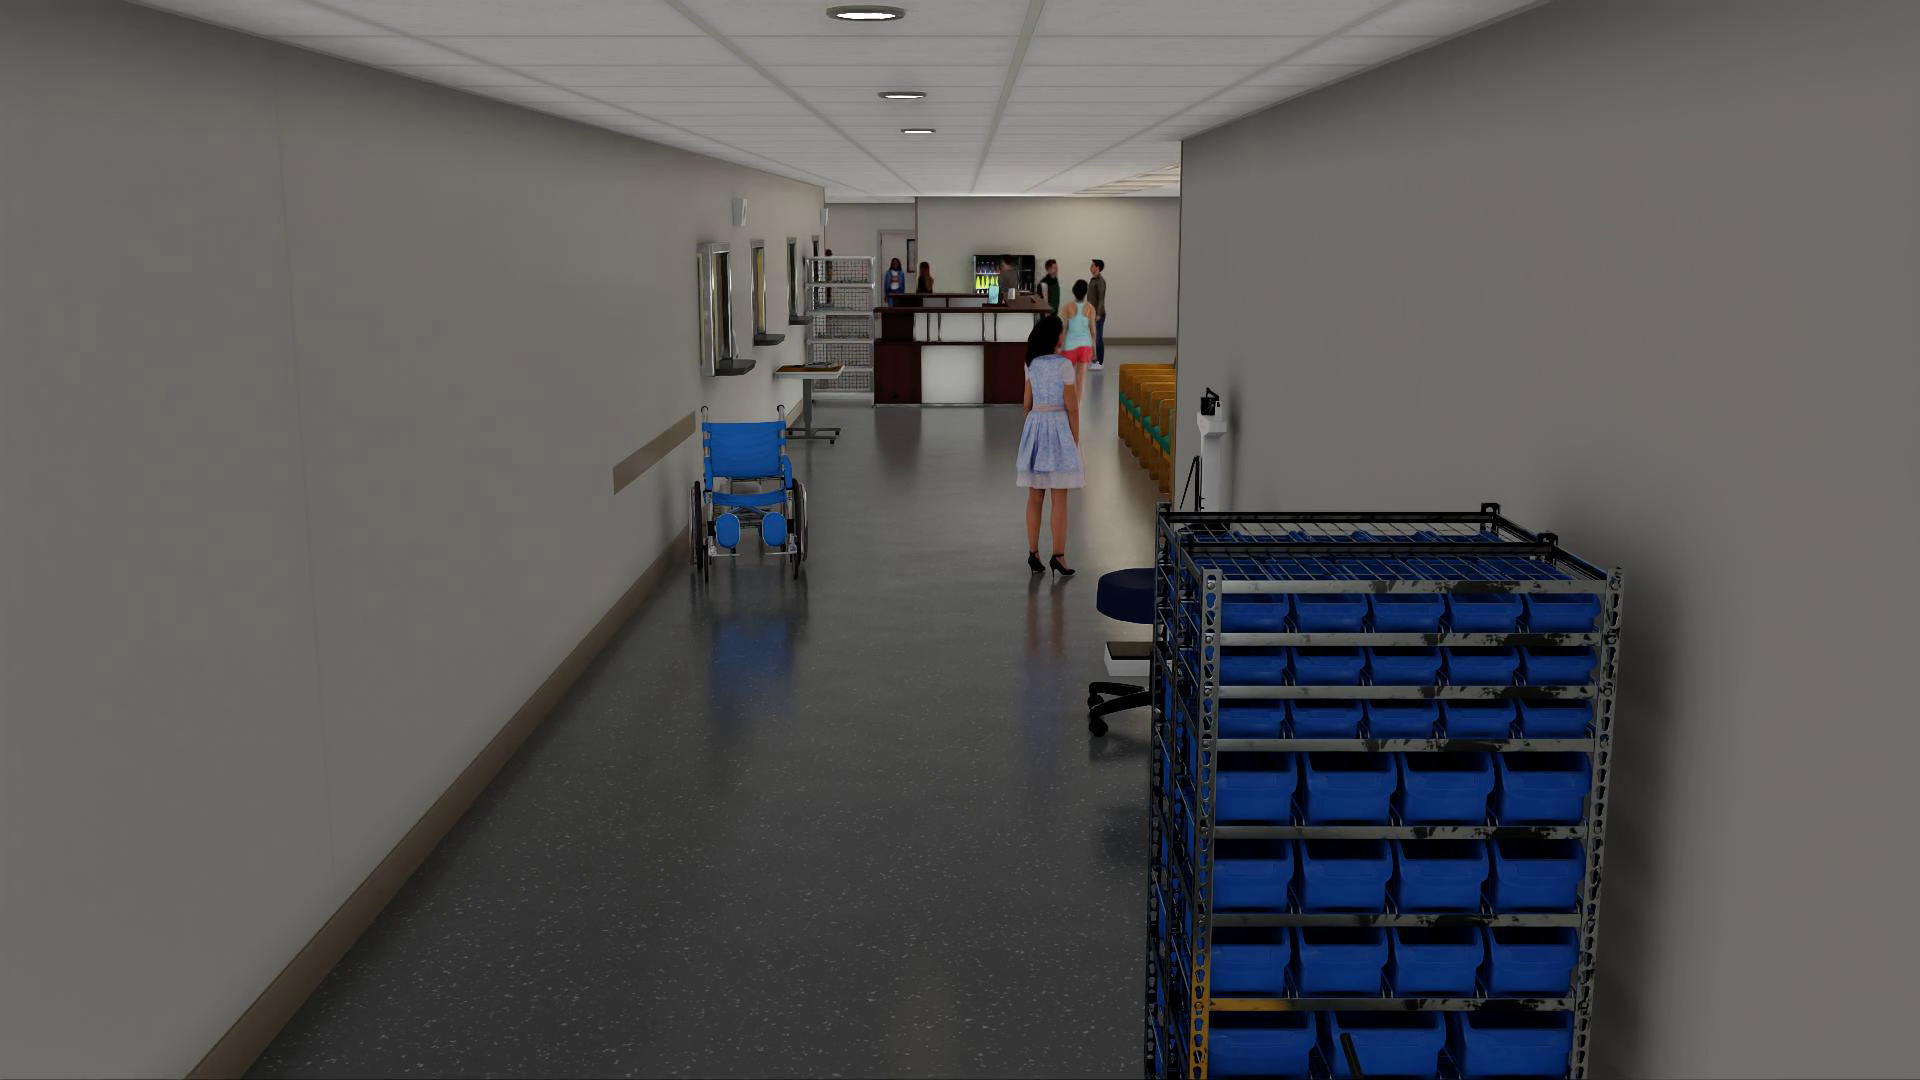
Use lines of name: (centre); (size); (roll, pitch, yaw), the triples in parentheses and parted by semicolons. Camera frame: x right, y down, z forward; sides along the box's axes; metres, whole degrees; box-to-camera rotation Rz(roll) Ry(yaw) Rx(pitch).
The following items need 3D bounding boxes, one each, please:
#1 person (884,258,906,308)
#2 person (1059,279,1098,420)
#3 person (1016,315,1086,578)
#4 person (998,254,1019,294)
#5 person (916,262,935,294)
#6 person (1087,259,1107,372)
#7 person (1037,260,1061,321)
person: (-1.461, -5.354, 36.810); (1.143, 1.660, 0.657); (0, 11, -1)
person: (1.477, -2.356, 20.784); (0.688, 1.747, 0.703); (1, 11, 3)
person: (0.628, -0.656, 11.635); (0.846, 1.816, 0.915); (8, 13, 35)
person: (0.951, -4.367, 30.991); (1.037, 1.892, 1.091); (-10, 15, -43)
person: (-0.636, -4.681, 33.184); (1.135, 1.692, 0.964); (7, 13, 32)
person: (2.316, -3.804, 28.095); (0.685, 1.864, 0.760); (-3, 11, -14)
person: (1.514, -3.982, 29.113); (0.784, 1.835, 0.763); (6, 12, 29)
